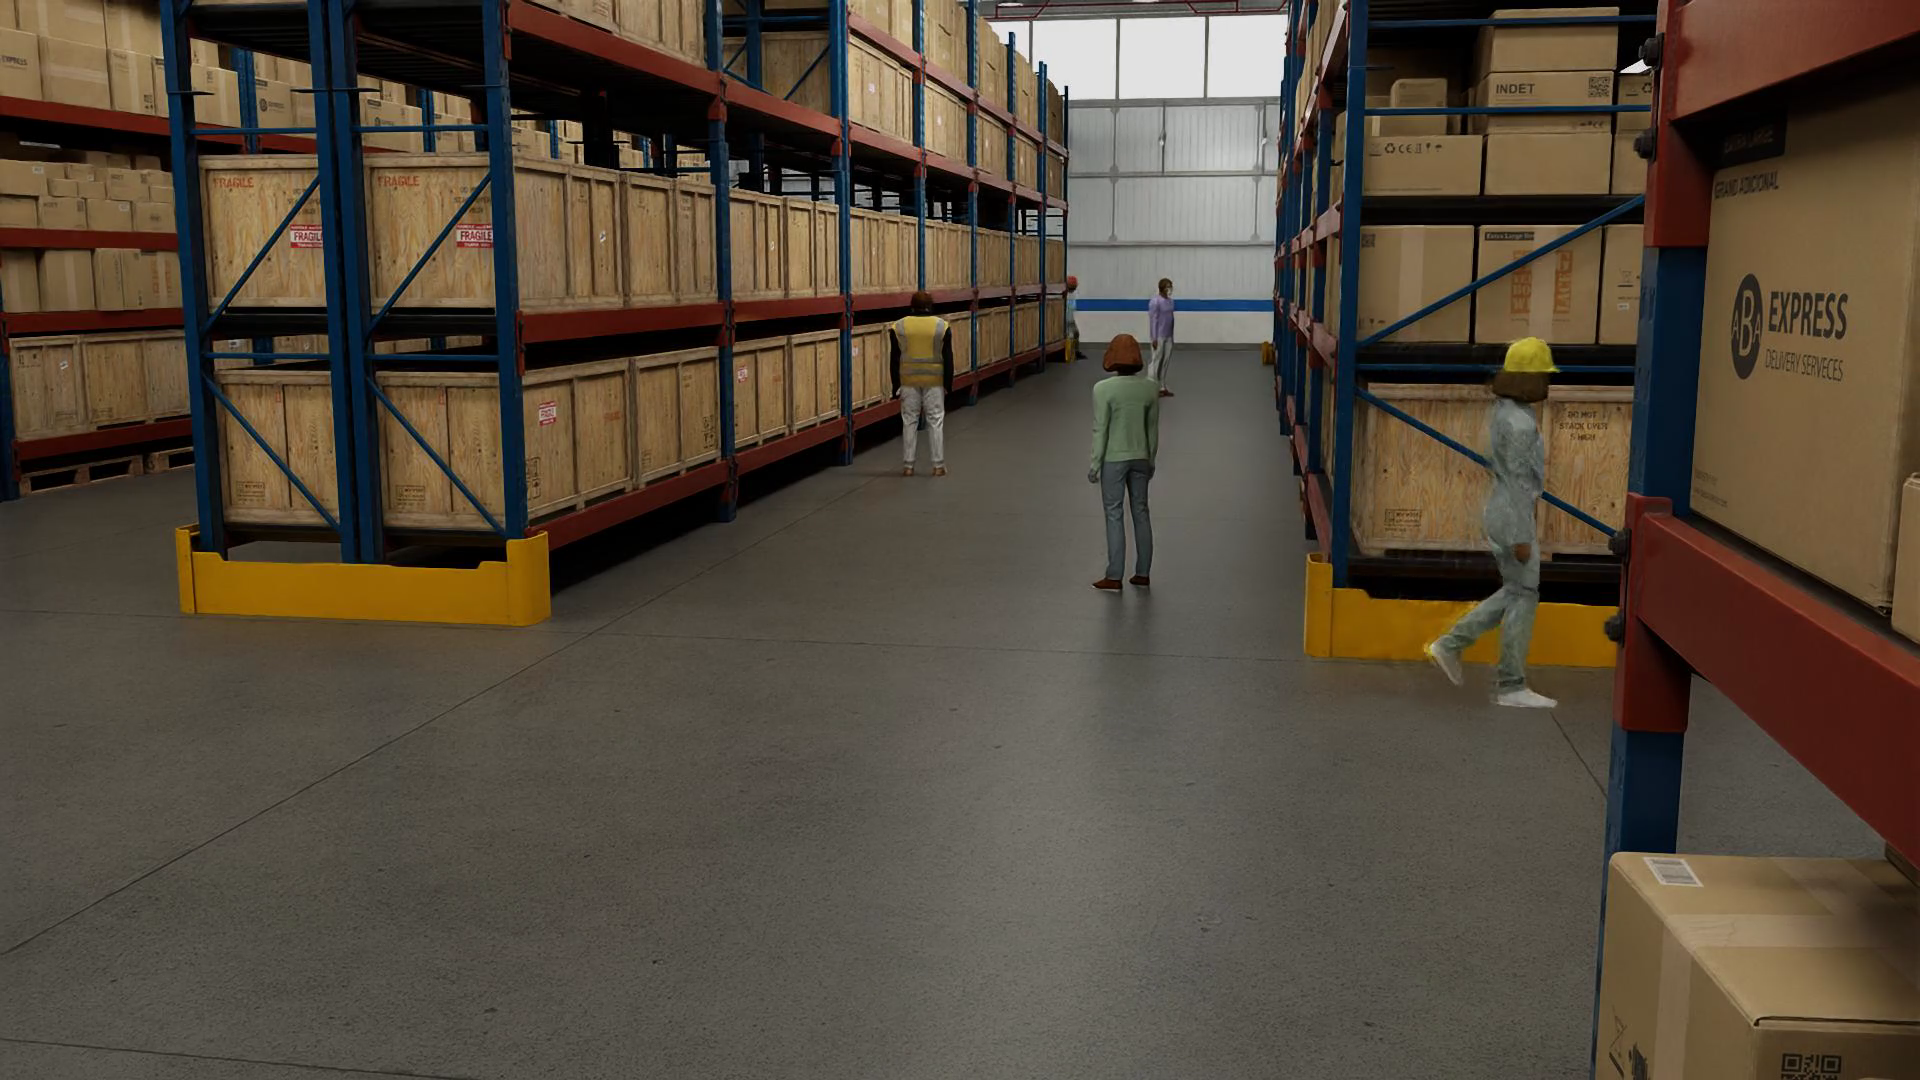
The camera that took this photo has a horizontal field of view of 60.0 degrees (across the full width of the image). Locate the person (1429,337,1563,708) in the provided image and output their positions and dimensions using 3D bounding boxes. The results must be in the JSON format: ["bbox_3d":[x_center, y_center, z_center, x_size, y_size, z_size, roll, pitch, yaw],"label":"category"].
[{"bbox_3d":[2.521,-0.074,7.707,0.485,1.725,0.496,1,9,9],"label":"person"}]

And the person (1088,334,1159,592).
[{"bbox_3d":[1.039,-0.486,10.559,0.507,1.632,0.264,-5,11,-30],"label":"person"}]

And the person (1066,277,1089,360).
[{"bbox_3d":[2.600,-5.030,37.900,0.790,1.909,0.556,3,10,20],"label":"person"}]

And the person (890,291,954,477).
[{"bbox_3d":[-0.376,-1.541,16.471,0.632,1.839,0.429,0,9,2],"label":"person"}]

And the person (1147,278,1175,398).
[{"bbox_3d":[3.262,-3.261,26.880,0.369,1.930,0.627,7,12,38],"label":"person"}]
